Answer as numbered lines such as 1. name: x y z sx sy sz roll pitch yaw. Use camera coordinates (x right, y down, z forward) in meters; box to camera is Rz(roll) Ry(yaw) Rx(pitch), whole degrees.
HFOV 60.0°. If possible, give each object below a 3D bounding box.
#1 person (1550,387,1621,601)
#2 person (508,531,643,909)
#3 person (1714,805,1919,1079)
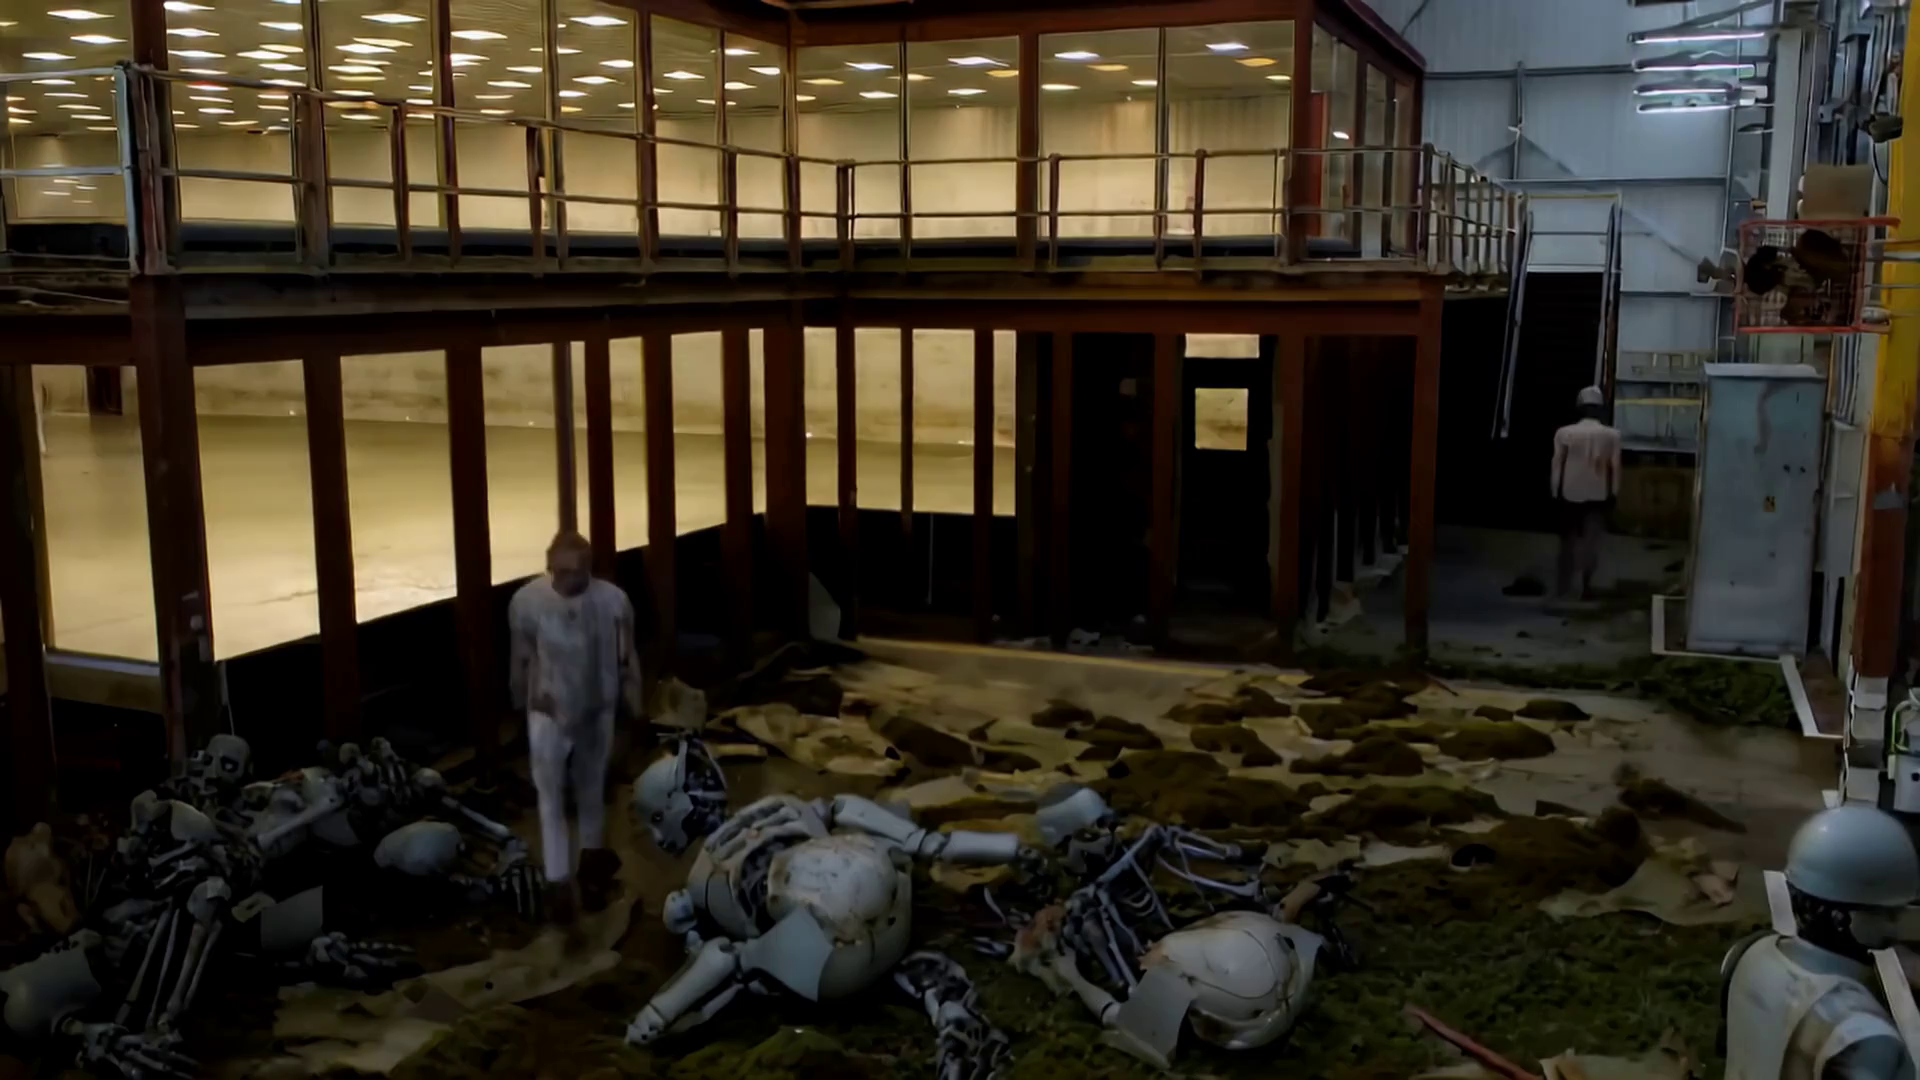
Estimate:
1. person: 5.808 -0.425 15.462 0.632 1.976 0.466 3 10 16
2. person: -1.870 0.855 8.119 0.645 1.790 0.992 -2 9 -11
3. person: 1.830 1.515 3.591 0.397 1.949 0.603 0 9 1
